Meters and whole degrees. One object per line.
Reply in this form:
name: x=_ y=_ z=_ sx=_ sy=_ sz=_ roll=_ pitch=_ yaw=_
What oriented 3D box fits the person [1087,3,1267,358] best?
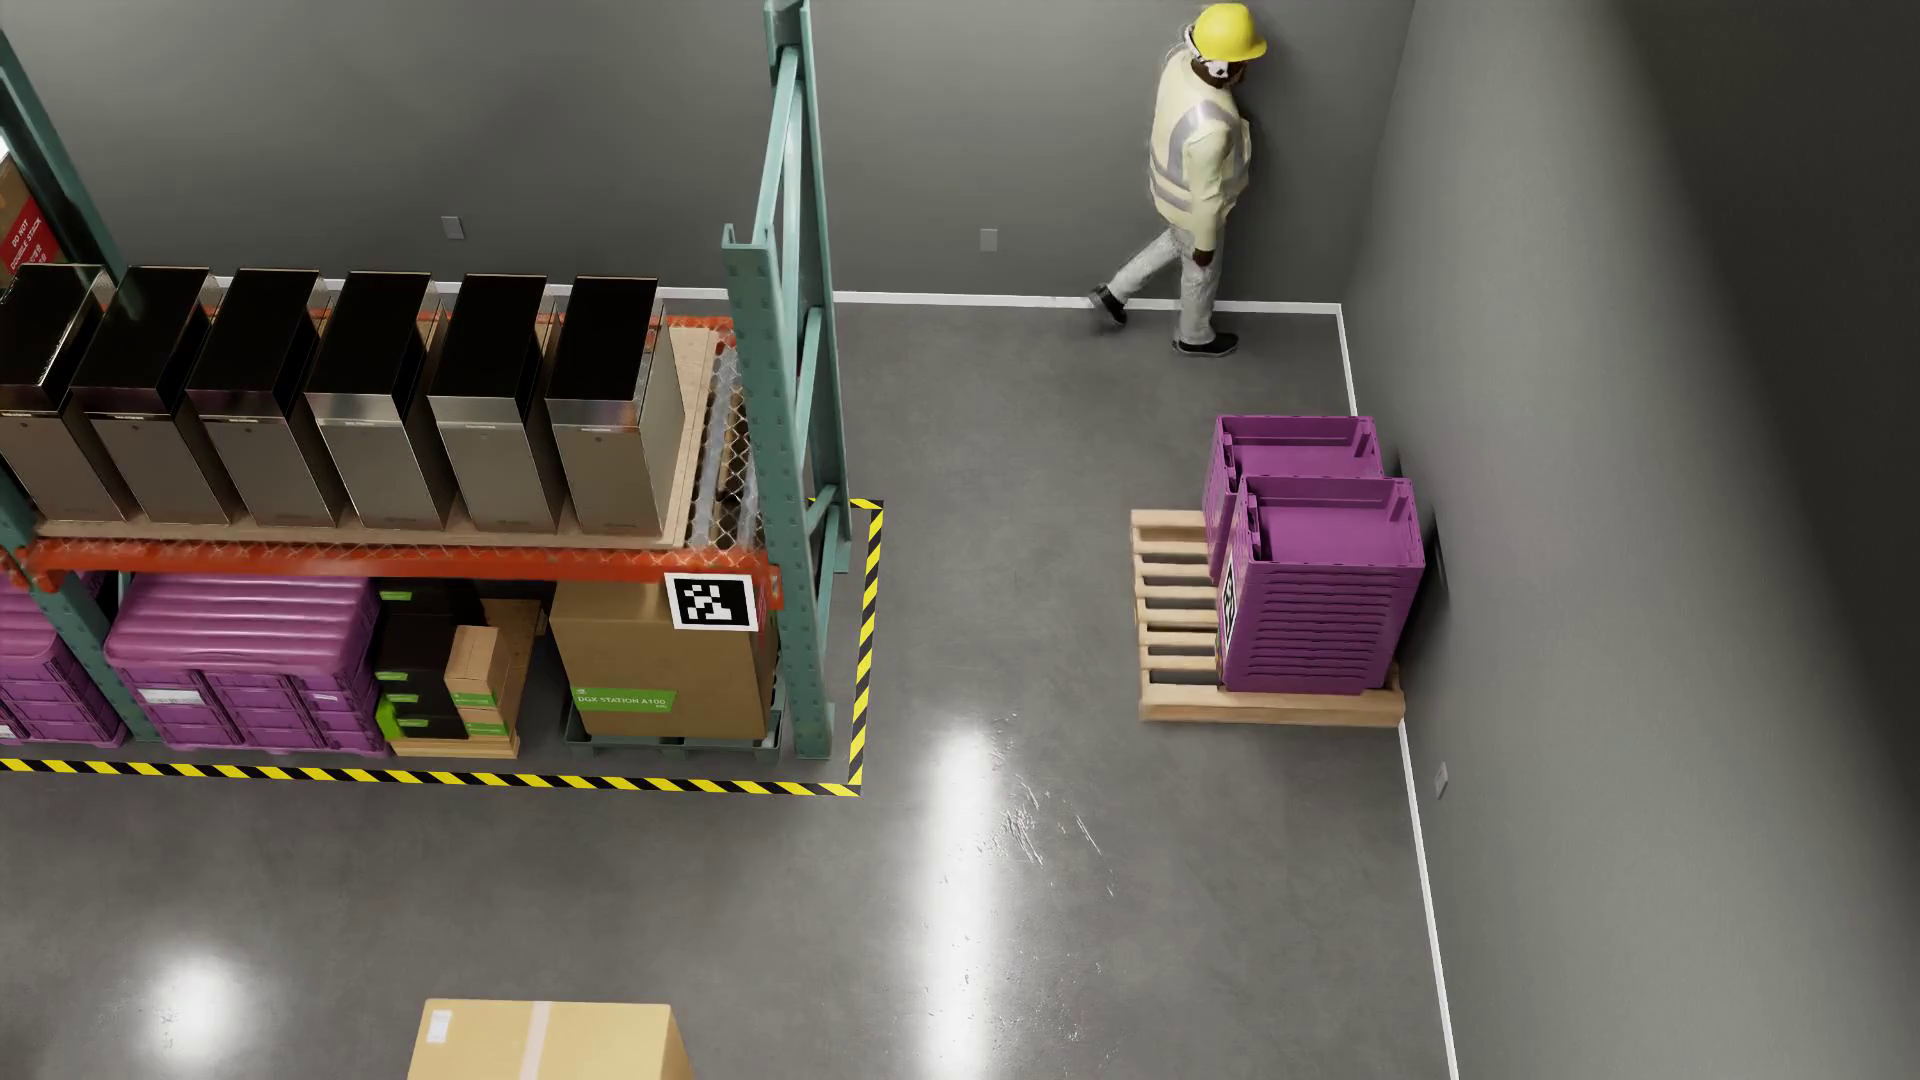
person: x=0.938 y=-1.439 z=6.899 sx=0.611 sy=1.818 sz=0.607 roll=-7 pitch=52 yaw=-5
